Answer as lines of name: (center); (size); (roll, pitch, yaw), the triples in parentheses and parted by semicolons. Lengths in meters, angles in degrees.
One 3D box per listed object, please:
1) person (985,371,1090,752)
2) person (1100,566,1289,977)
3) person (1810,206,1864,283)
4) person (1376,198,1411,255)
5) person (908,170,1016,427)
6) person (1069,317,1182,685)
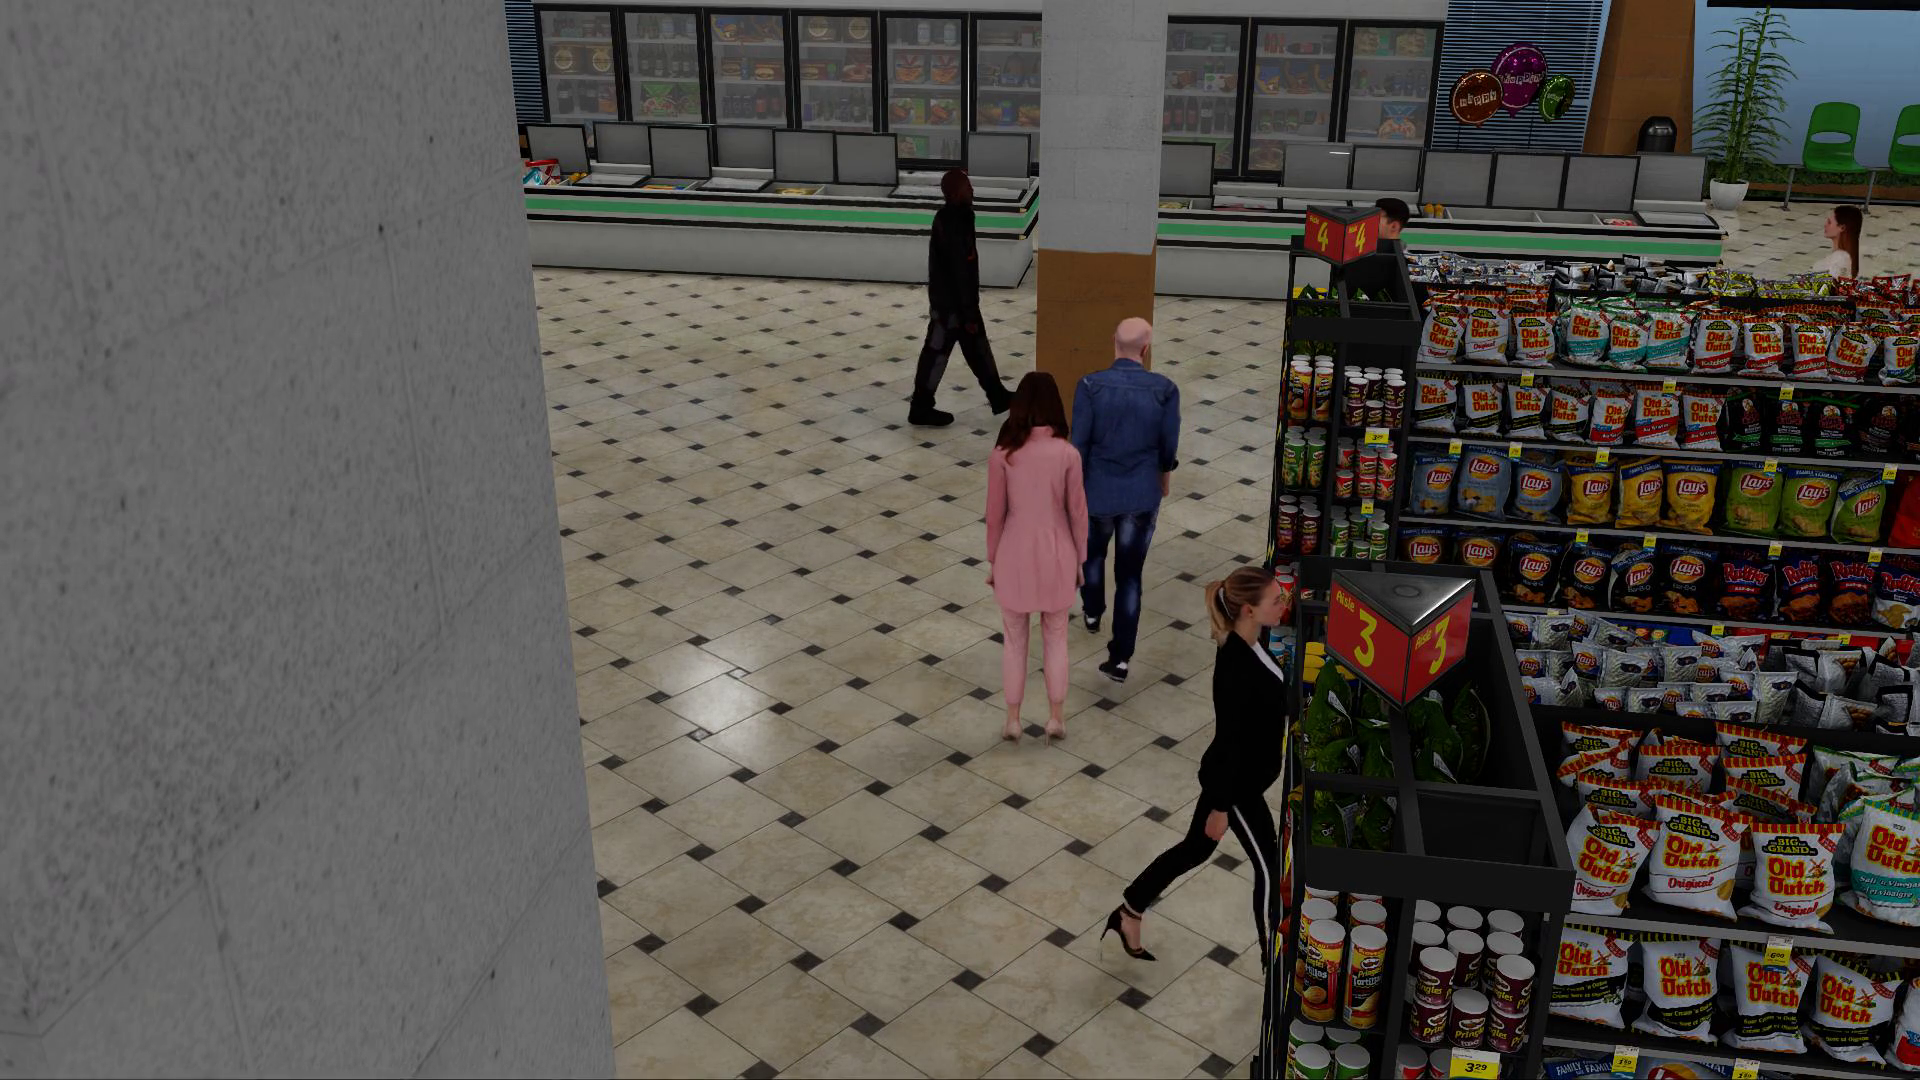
person: (0.334, 0.116, 7.500); (0.506, 1.801, 0.703); (0, 24, 1)
person: (0.883, 0.877, 5.927); (1.047, 1.668, 0.636); (4, 24, 8)
person: (5.799, -1.331, 10.997); (1.180, 1.651, 0.852); (12, 26, 25)
person: (2.680, -1.250, 10.547); (0.676, 1.862, 0.745); (-2, 24, -5)
person: (-0.151, -1.640, 11.522); (1.201, 1.795, 0.877); (-1, 24, -2)
person: (0.788, -0.146, 8.133); (1.177, 1.776, 0.904); (0, 24, 0)
